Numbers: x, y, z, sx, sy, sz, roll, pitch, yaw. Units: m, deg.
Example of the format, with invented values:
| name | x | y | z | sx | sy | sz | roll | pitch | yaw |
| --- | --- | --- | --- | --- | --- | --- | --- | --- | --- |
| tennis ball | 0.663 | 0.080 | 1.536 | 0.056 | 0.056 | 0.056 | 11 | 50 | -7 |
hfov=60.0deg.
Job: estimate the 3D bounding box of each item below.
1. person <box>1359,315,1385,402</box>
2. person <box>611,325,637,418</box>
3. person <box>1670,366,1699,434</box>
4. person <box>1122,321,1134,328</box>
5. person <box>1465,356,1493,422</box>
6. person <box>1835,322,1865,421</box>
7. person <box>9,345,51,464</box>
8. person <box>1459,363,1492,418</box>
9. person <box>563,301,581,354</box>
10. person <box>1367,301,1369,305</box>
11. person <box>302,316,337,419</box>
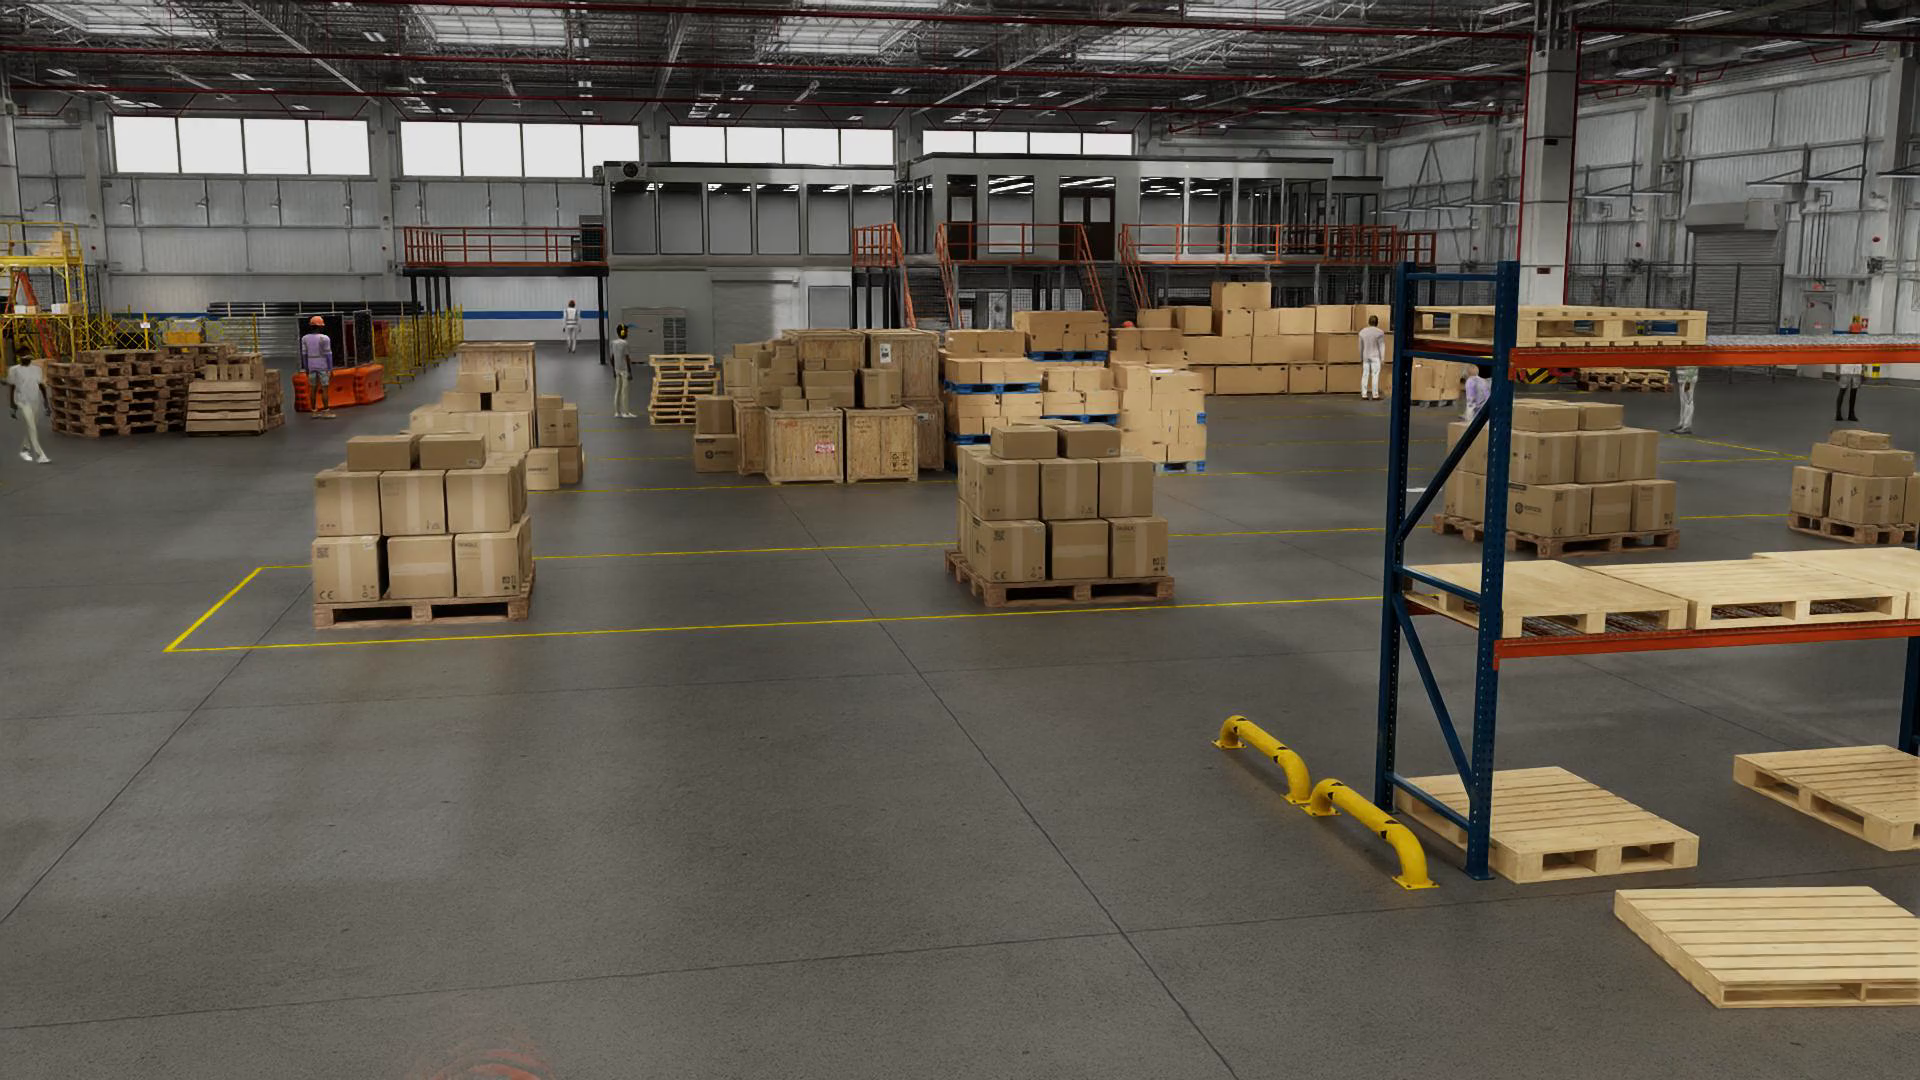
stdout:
| name | x | y | z | sx | sy | sz | roll | pitch | yaw |
| --- | --- | --- | --- | --- | --- | --- | --- | --- | --- |
| person | 9.237 | -4.069 | 37.292 | 0.630 | 1.940 | 0.372 | 8 | 12 | 41 |
| person | -6.736 | -3.361 | 33.205 | 0.518 | 1.865 | 0.327 | 7 | 12 | 38 |
| person | 13.113 | -2.884 | 30.034 | 0.389 | 1.949 | 0.602 | 2 | 10 | 12 |
| person | 3.198 | -3.147 | 31.506 | 0.617 | 1.990 | 0.393 | -7 | 12 | -37 |
| person | 6.778 | -1.499 | 21.657 | 0.368 | 1.928 | 0.585 | 8 | 13 | 42 |
| person | 17.425 | -3.284 | 32.509 | 0.551 | 1.934 | 0.373 | 1 | 9 | 5 |
| person | -14.321 | -2.087 | 25.613 | 0.979 | 1.822 | 0.539 | 5 | 11 | 28 |
| person | 10.161 | -3.273 | 32.635 | 0.603 | 1.882 | 0.979 | -4 | 10 | -24 |
| person | -13.541 | -7.438 | 58.116 | 0.608 | 1.835 | 0.974 | -2 | 9 | -10 |
| person | 12.665 | -6.393 | 51.326 | 0.620 | 1.995 | 0.399 | -8 | 12 | -41 |
| person | -12.681 | -3.406 | 32.927 | 0.615 | 2.041 | 0.385 | 2 | 9 | 10 |
